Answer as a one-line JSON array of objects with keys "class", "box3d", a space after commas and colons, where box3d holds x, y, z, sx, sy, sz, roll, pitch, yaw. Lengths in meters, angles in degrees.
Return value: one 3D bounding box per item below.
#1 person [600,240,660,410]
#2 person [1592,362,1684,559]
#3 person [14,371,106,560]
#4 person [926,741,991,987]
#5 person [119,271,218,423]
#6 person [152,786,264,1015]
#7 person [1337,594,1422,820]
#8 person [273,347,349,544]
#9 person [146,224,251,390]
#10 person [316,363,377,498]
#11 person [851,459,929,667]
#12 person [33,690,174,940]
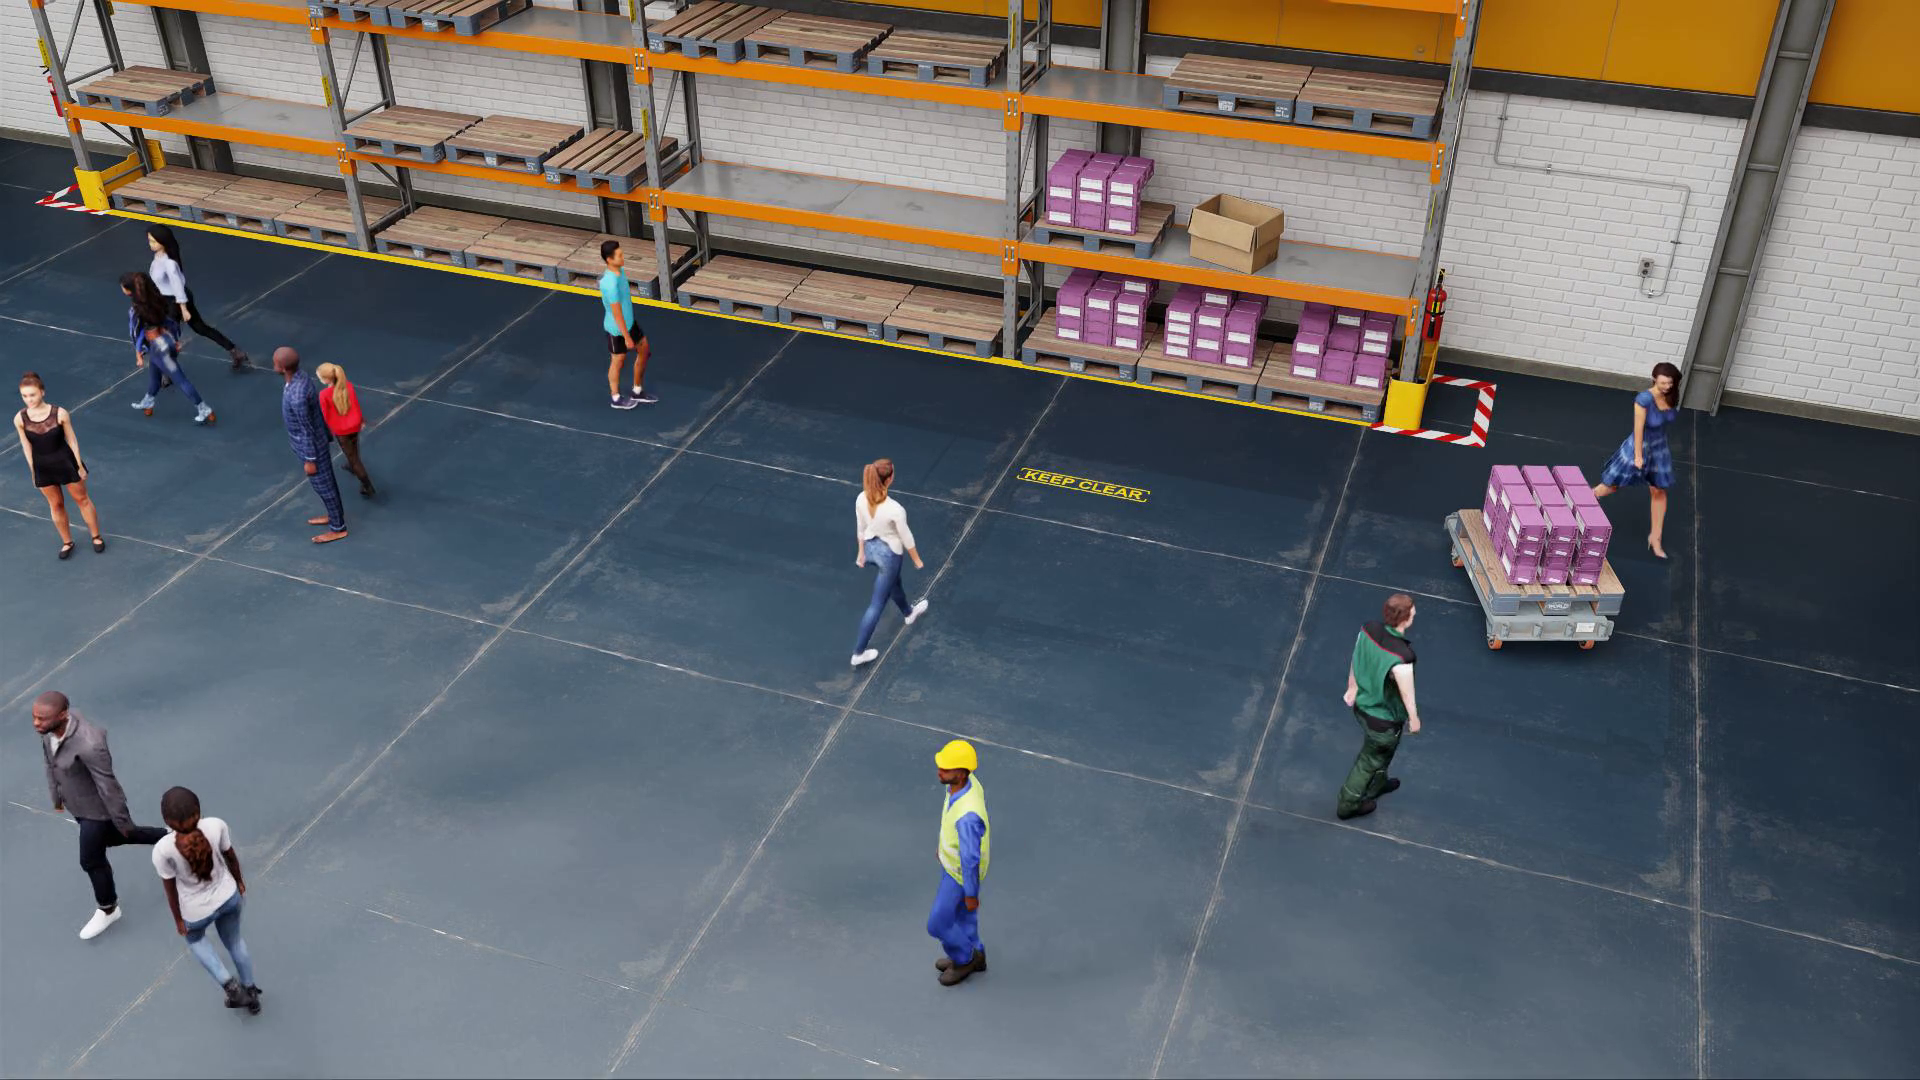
[{"class": "person", "box3d": [-3.338, -2.028, 15.900, 0.766, 1.758, 0.712, 3, 34, 4]}, {"class": "person", "box3d": [5.622, -0.709, 13.910, 1.108, 1.765, 1.193, -18, 38, -25]}, {"class": "person", "box3d": [-7.529, -0.628, 13.872, 0.667, 1.672, 0.742, -9, 35, -14]}, {"class": "person", "box3d": [0.084, 1.931, 9.903, 0.800, 1.804, 0.796, -4, 34, -6]}, {"class": "person", "box3d": [-7.467, -1.775, 15.694, 1.137, 1.566, 0.797, 4, 34, 6]}, {"class": "person", "box3d": [-4.320, 2.154, 9.653, 0.747, 1.709, 0.709, 28, 43, 35]}, {"class": "person", "box3d": [2.735, 1.146, 11.065, 0.938, 1.824, 0.867, -10, 35, -15]}, {"class": "person", "box3d": [-5.475, -0.834, 14.050, 0.810, 1.818, 0.765, -11, 35, -17]}, {"class": "person", "box3d": [-7.592, -2.318, 16.393, 1.209, 1.697, 1.165, -14, 36, -20]}, {"class": "person", "box3d": [-5.426, -0.965, 14.762, 0.959, 1.248, 0.668, 24, 41, 32]}, {"class": "person", "box3d": [-0.629, 0.204, 12.622, 1.021, 1.670, 1.168, -28, 43, -35]}, {"class": "person", "box3d": [-5.330, 1.602, 10.413, 1.147, 1.787, 1.011, 25, 41, 32]}]
